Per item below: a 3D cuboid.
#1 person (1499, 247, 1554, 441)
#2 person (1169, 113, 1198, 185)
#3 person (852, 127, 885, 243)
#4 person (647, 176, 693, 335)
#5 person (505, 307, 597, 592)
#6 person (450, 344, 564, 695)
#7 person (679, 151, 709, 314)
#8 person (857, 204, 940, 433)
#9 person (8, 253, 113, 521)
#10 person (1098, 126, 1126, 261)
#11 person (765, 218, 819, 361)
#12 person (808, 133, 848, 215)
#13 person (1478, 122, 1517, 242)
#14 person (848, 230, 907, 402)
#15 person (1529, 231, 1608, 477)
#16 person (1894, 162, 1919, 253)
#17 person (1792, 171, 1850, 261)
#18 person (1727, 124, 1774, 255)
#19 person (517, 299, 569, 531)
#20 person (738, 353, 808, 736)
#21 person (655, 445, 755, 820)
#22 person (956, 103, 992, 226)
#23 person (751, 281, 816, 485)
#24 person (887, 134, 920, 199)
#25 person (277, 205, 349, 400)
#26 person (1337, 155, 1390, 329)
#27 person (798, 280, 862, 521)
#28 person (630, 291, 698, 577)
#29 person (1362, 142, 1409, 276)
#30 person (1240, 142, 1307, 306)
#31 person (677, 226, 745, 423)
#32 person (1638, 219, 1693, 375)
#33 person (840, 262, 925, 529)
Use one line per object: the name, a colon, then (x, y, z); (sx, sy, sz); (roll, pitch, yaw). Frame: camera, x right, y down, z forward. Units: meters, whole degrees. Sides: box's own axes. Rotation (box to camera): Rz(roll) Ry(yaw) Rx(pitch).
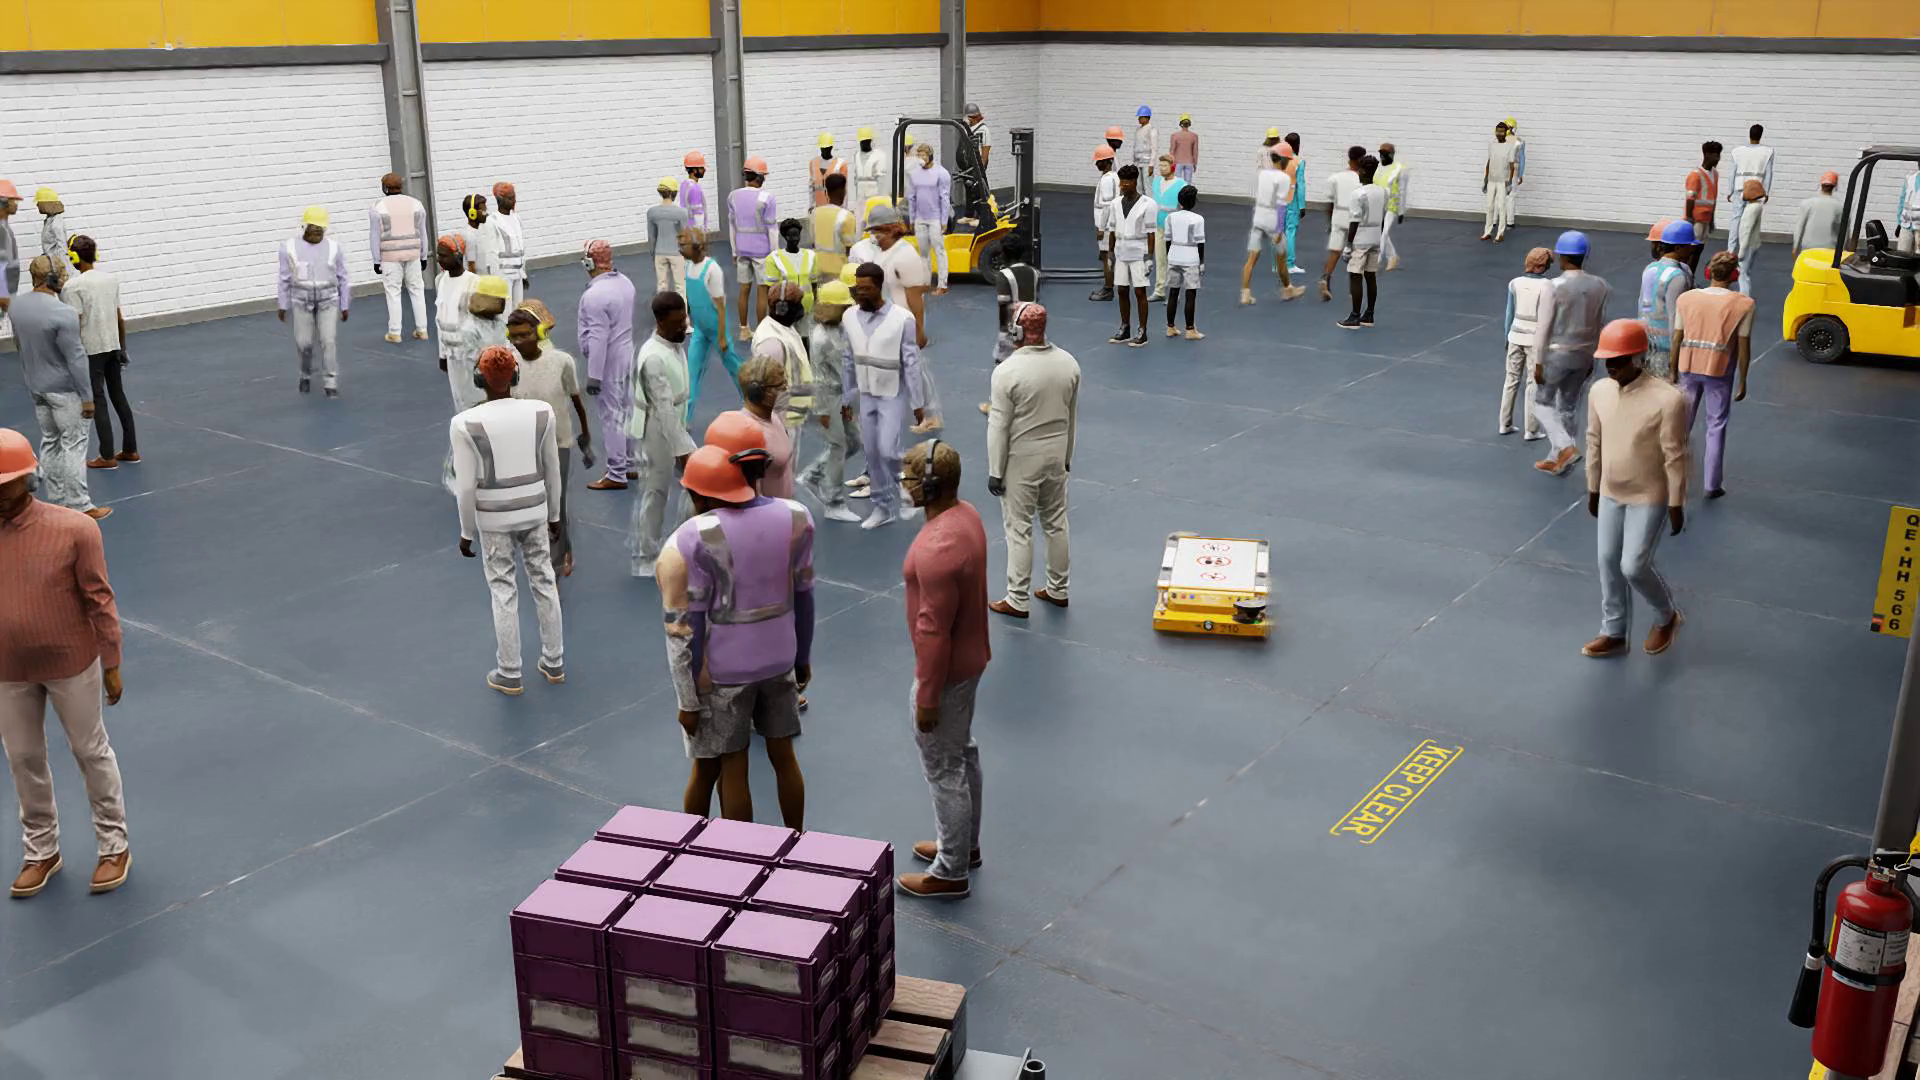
person: (4.836, -1.663, 14.126); (0.314, 1.633, 0.519); (-12, 21, -33)
person: (3.995, -6.738, 29.798); (0.532, 1.757, 0.336); (-3, 18, -9)
person: (-1.395, -5.074, 24.386); (0.591, 1.886, 0.944); (10, 20, 27)
person: (-3.237, -3.185, 18.677); (0.523, 1.759, 0.332); (5, 18, 16)
person: (-2.578, -0.550, 10.341); (0.537, 1.813, 0.998); (1, 18, 3)
person: (-2.384, -0.101, 8.829); (0.574, 1.882, 0.358); (-13, 22, -35)
person: (-3.138, -3.644, 19.819); (0.371, 1.939, 0.543); (-8, 19, -24)
person: (-0.613, -1.881, 14.141); (1.033, 2.000, 0.715); (-8, 19, -22)
person: (-6.351, -1.053, 11.741); (0.641, 1.927, 0.386); (9, 20, 26)
person: (2.208, -5.024, 24.161); (0.375, 1.932, 0.544); (6, 19, 17)
person: (-1.556, -2.158, 15.564); (0.540, 1.696, 0.315); (-10, 20, -27)
person: (-1.835, -4.677, 23.090); (0.594, 1.917, 0.397); (8, 19, 24)
person: (8.448, -5.622, 26.143); (0.334, 1.860, 0.509); (-14, 23, -37)
person: (-0.726, -2.163, 15.383); (0.602, 1.821, 0.403); (-6, 19, -18)
person: (4.697, -1.398, 12.816); (0.625, 1.936, 0.566); (-6, 19, -19)
person: (11.876, -3.904, 20.617); (0.403, 1.948, 0.605); (-7, 19, -21)
person: (10.258, -3.527, 19.835); (0.588, 1.706, 0.918); (9, 20, 25)
person: (11.679, -5.175, 24.638); (0.592, 1.922, 0.392); (9, 20, 26)
person: (-2.940, -0.876, 11.654); (0.280, 1.633, 0.500); (-8, 19, -24)
person: (-0.980, 0.019, 8.363); (0.373, 1.940, 0.629); (1, 18, 3)
person: (-0.975, 0.536, 6.778); (0.391, 1.923, 0.548); (7, 19, 22)
person: (0.193, -6.351, 28.121); (0.536, 2.000, 0.672); (-10, 20, -29)
person: (-1.182, -0.828, 11.196); (0.430, 1.835, 0.631); (1, 18, 4)
person: (-0.860, -5.284, 25.304); (0.900, 1.724, 0.532); (-12, 22, -34)
person: (-6.067, -2.225, 15.606); (0.659, 1.806, 0.436); (-8, 19, -22)
person: (4.612, -3.402, 19.019); (0.608, 1.965, 0.365); (-13, 22, -36)
person: (-0.928, -0.992, 11.863); (0.462, 1.732, 0.501); (6, 19, 17)
person: (-1.798, -0.645, 10.534); (0.685, 1.882, 0.603); (2, 18, 7)
person: (5.870, -4.577, 22.958); (0.913, 1.808, 0.635); (-14, 22, -37)
person: (3.869, -3.897, 20.541); (1.056, 1.970, 0.645); (-12, 21, -33)
person: (-2.181, -1.815, 14.381); (1.001, 1.779, 0.599); (-16, 24, -41)
person: (5.627, -1.623, 13.499); (0.551, 1.935, 0.372); (-13, 22, -34)
person: (-0.544, -0.995, 11.599); (0.658, 1.896, 0.446); (11, 21, 31)
